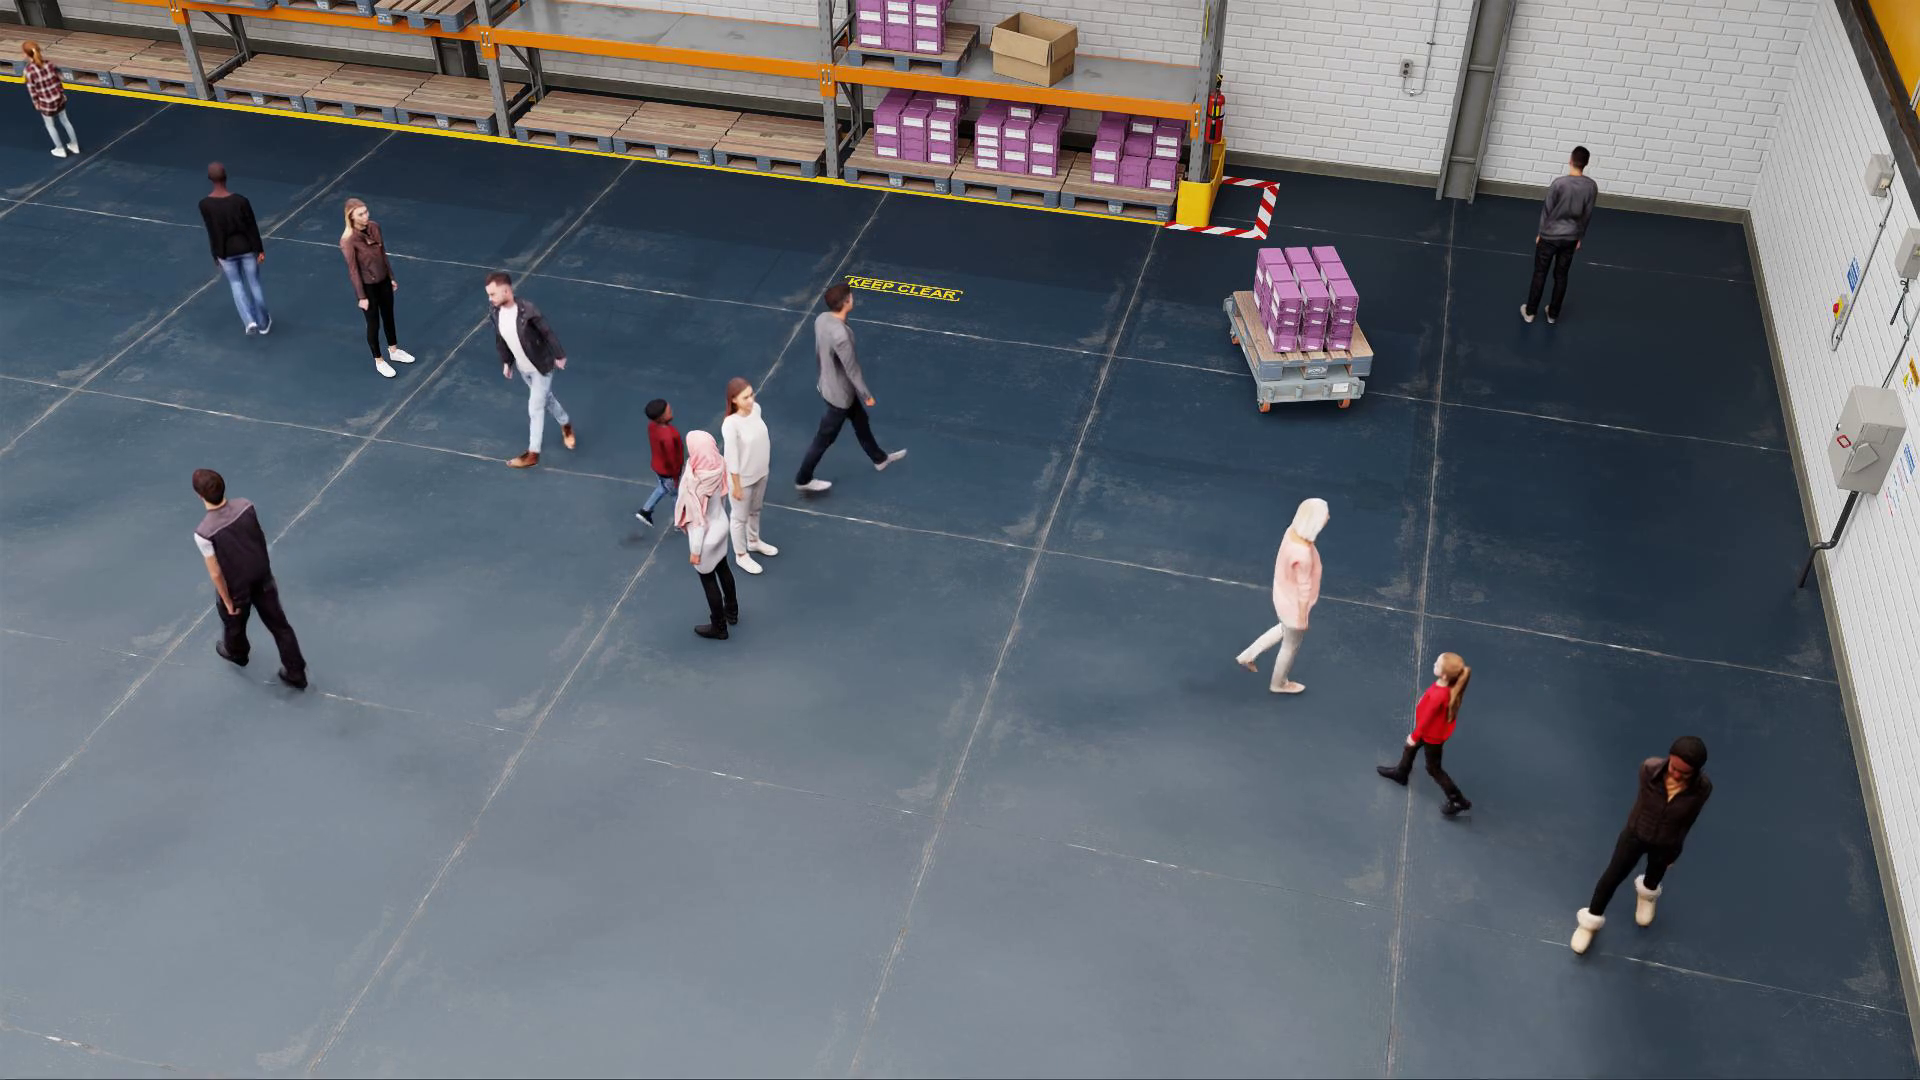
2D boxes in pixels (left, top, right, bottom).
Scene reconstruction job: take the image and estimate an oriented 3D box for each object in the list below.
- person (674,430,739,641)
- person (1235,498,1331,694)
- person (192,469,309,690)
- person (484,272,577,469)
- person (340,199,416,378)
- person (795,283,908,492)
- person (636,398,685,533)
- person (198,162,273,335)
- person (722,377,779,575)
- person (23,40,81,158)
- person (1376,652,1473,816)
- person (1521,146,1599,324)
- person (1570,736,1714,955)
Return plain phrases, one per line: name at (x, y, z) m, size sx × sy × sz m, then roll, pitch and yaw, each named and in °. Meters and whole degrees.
person at (-1.816, -0.043, 12.039) m, size 0.631 × 1.804 × 0.661 m, roll 15°, pitch 41°, yaw 17°
person at (2.222, 0.418, 11.533) m, size 0.821 × 1.715 × 0.714 m, roll -1°, pitch 39°, yaw -1°
person at (-4.911, 0.321, 11.574) m, size 1.143 × 1.817 × 0.897 m, roll 26°, pitch 45°, yaw 29°
person at (-3.484, -1.475, 13.851) m, size 1.012 × 1.781 × 0.924 m, roll 13°, pitch 40°, yaw 16°
person at (-5.269, -2.293, 14.936) m, size 0.552 × 1.704 × 0.640 m, roll 17°, pitch 42°, yaw 20°
person at (-1.055, -1.157, 13.427) m, size 1.340 × 1.812 × 1.138 m, roll -11°, pitch 40°, yaw -14°
person at (-2.371, -0.564, 13.140) m, size 0.786 × 1.244 × 0.733 m, roll -21°, pitch 43°, yaw -24°
person at (-6.659, -2.621, 15.319) m, size 0.847 × 1.739 × 0.880 m, roll -11°, pitch 40°, yaw -14°
person at (-1.637, -0.522, 12.732) m, size 0.609 × 1.688 × 0.644 m, roll 19°, pitch 42°, yaw 22°
person at (-10.145, -4.917, 18.548) m, size 0.578 × 1.296 × 0.583 m, roll 23°, pitch 44°, yaw 26°
person at (3.131, 1.268, 10.828) m, size 0.944 × 1.267 × 0.641 m, roll 20°, pitch 43°, yaw 23°
person at (5.622, -2.851, 15.589) m, size 0.556 × 1.761 × 0.721 m, roll 0°, pitch 39°, yaw 0°
person at (4.055, 1.837, 9.807) m, size 0.939 × 1.652 × 0.812 m, roll -5°, pitch 39°, yaw -6°
